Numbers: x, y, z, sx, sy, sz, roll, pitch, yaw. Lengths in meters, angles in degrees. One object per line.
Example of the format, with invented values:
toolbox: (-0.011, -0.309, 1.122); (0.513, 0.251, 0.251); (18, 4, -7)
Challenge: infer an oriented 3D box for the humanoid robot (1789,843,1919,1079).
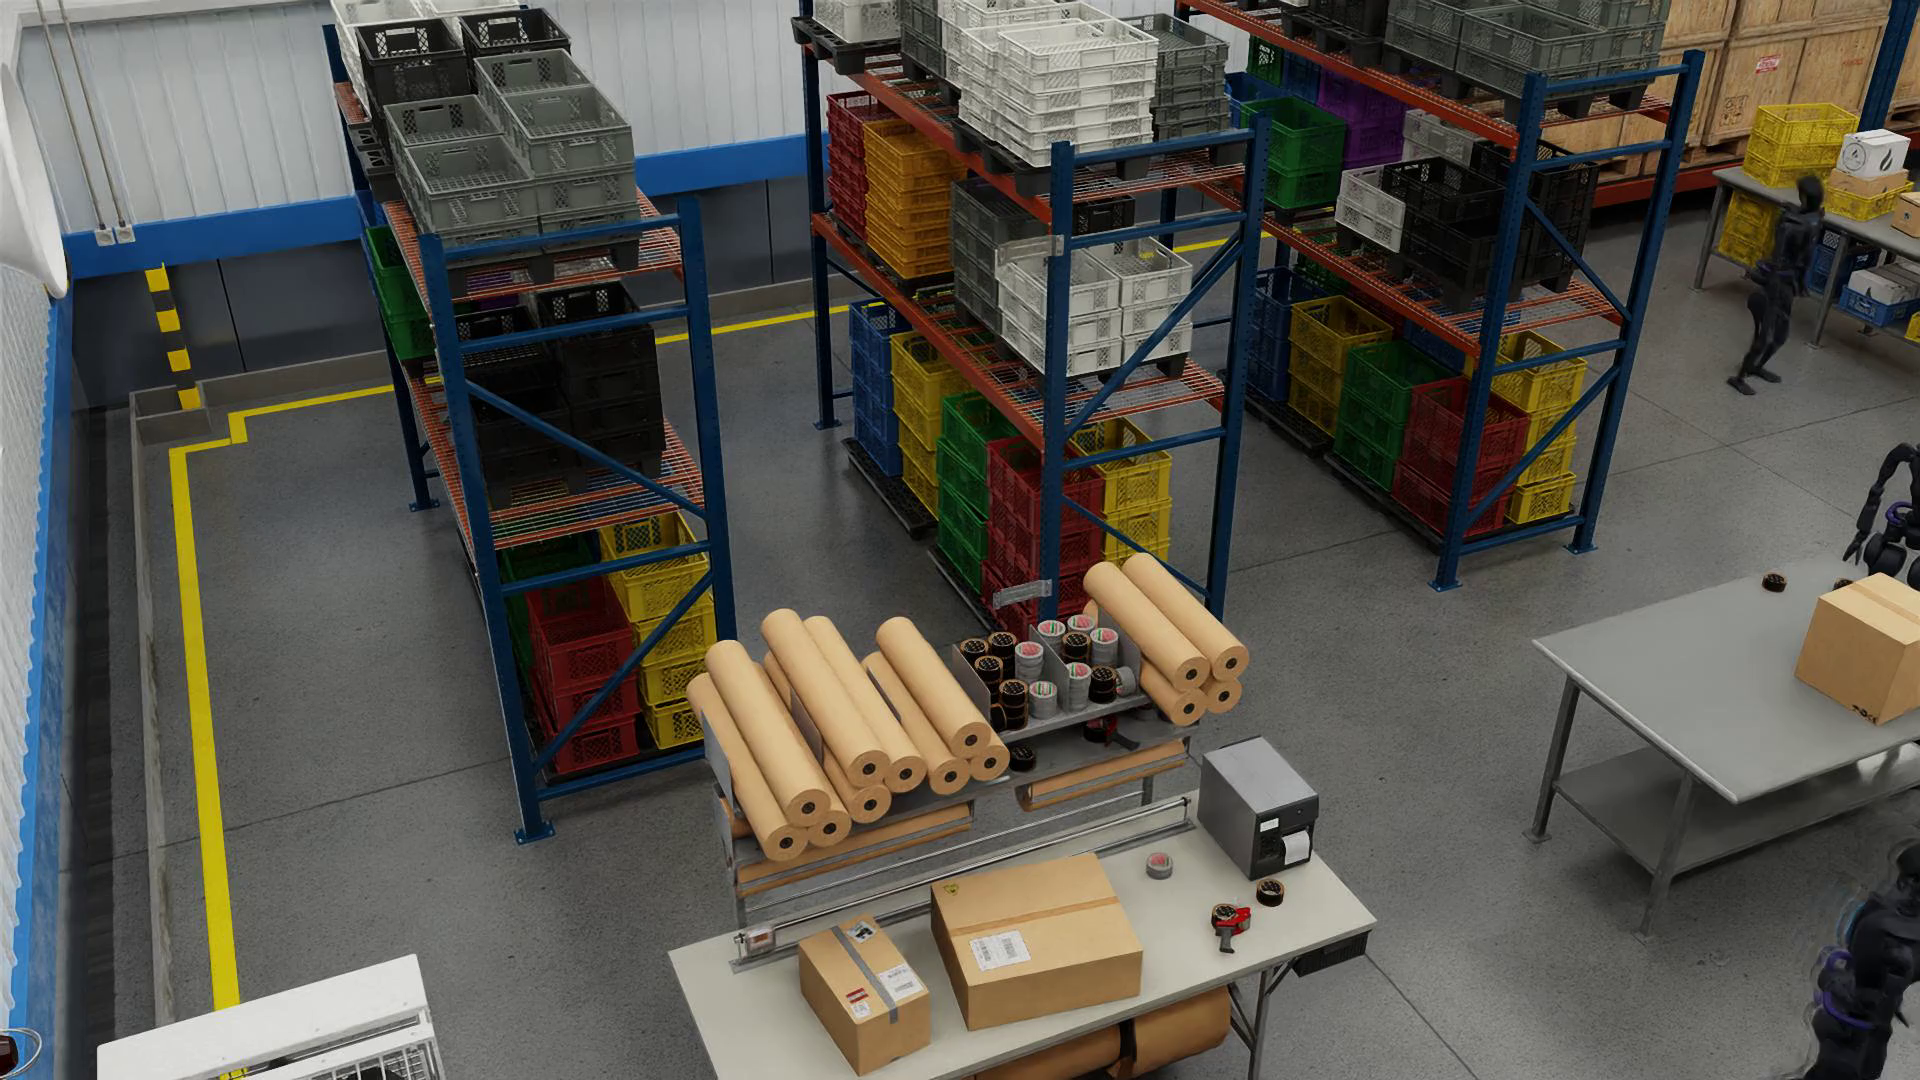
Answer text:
humanoid robot: (3.163, 1.712, 5.909); (0.666, 1.638, 0.601); (15, 35, 23)

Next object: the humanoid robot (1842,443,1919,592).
humanoid robot: (4.873, 0.060, 8.515); (0.599, 1.657, 0.331); (27, 41, 37)

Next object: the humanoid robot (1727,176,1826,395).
humanoid robot: (5.678, -1.753, 11.488); (0.654, 1.623, 0.434); (-22, 38, -32)
